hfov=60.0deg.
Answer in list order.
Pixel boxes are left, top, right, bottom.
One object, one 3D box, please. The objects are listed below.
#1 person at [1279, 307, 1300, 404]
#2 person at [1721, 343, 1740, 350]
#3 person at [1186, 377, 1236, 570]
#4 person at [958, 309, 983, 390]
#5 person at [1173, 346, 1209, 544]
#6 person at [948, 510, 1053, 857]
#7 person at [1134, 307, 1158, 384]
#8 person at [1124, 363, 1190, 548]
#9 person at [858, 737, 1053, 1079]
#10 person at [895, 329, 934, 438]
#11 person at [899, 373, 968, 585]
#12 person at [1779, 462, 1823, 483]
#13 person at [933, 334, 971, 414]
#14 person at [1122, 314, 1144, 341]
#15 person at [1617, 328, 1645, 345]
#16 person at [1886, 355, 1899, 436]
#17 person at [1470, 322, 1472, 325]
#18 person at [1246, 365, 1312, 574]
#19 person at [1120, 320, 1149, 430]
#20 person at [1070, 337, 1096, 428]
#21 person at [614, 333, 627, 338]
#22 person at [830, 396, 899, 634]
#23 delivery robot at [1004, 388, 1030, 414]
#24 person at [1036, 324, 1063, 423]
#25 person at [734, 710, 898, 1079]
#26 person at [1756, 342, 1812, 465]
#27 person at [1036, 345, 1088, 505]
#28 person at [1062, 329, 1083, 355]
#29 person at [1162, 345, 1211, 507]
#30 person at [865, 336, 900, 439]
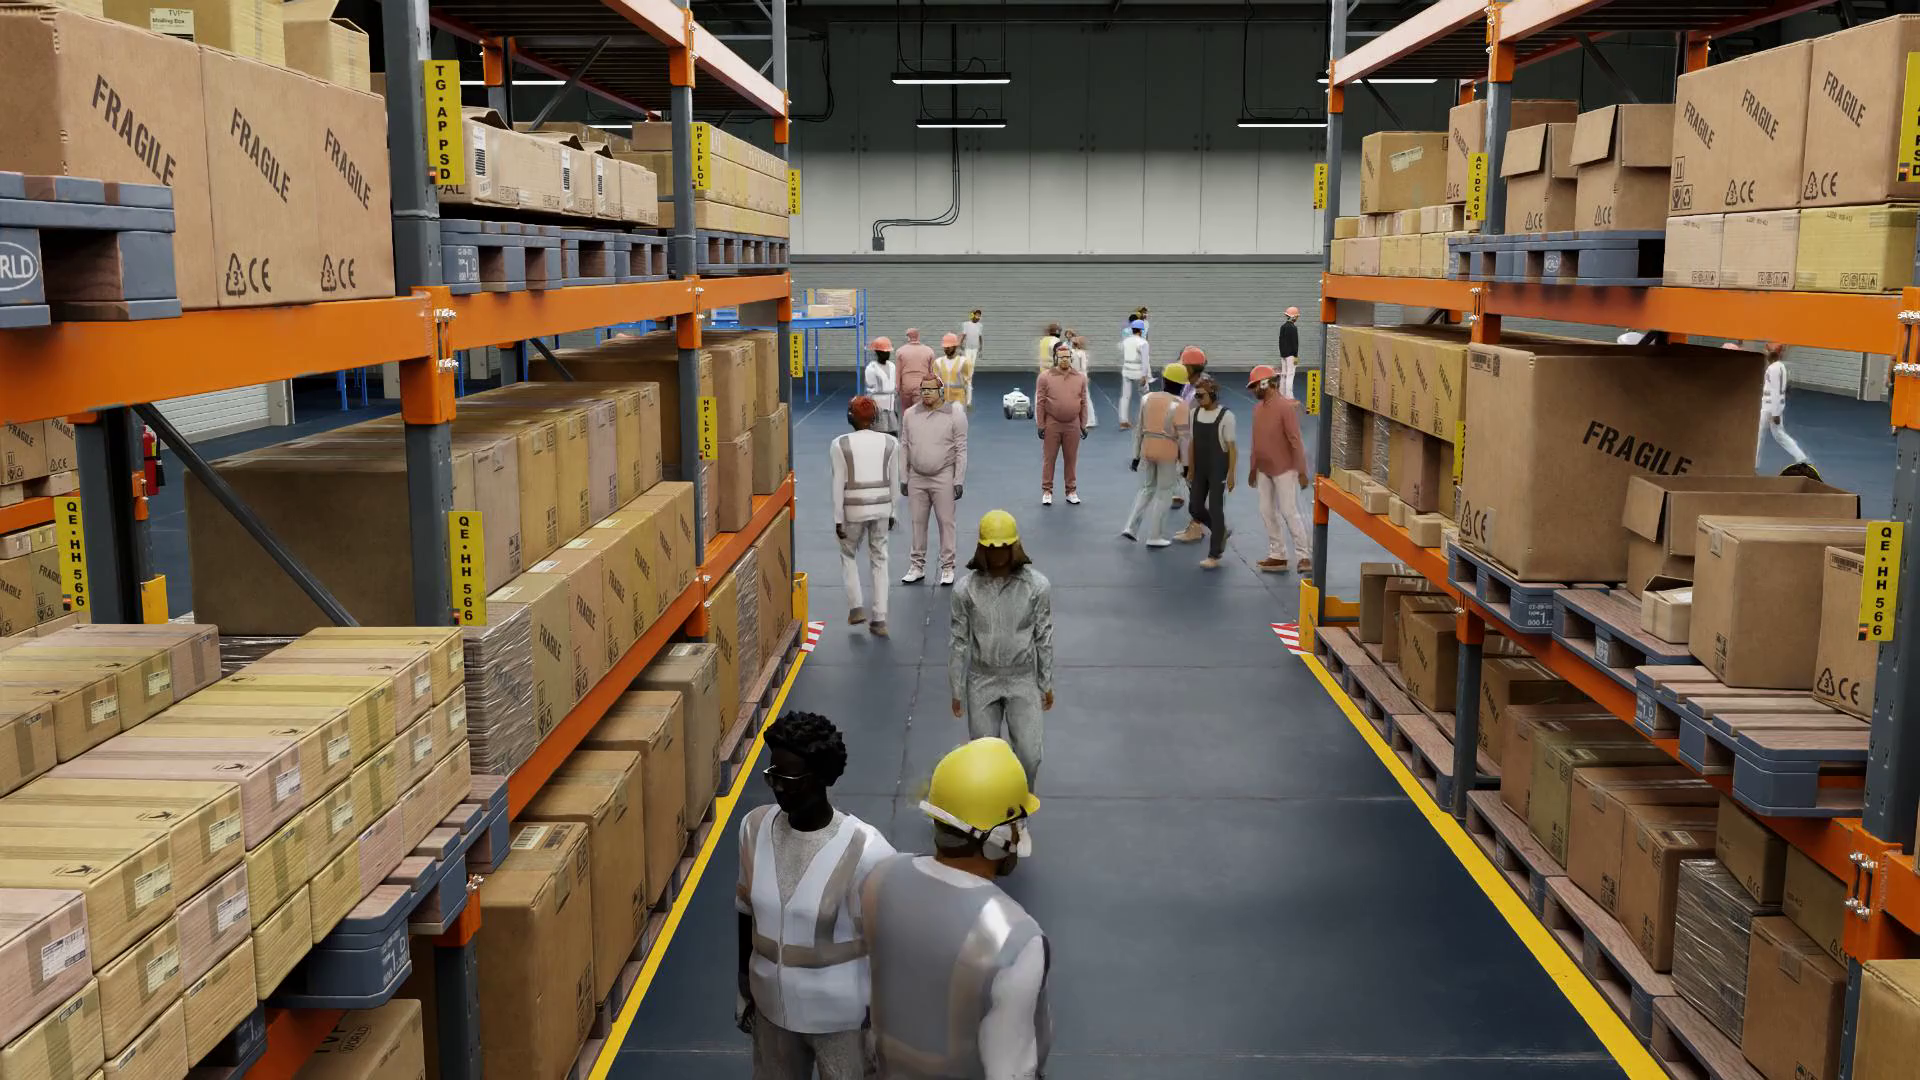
[{"bbox_3d":[6.801,-3.804,34.268,0.387,1.992,0.626,-3,10,-17],"label":"person"},{"bbox_3d":[9.675,-1.518,20.847,0.828,1.911,0.550,-7,12,-35],"label":"person"},{"bbox_3d":[2.440,-0.654,15.928,0.540,1.821,0.543,-9,13,-42],"label":"person"},{"bbox_3d":[0.262,-4.352,37.999,0.604,1.838,0.416,-5,11,-27],"label":"person"},{"bbox_3d":[2.414,-1.001,17.354,0.385,2.043,0.612,-2,10,-10],"label":"person"},{"bbox_3d":[0.198,0.709,8.023,0.515,1.726,0.430,0,9,-1],"label":"person"},{"bbox_3d":[4.368,-4.644,39.843,0.511,1.820,0.979,-5,11,-28],"label":"person"},{"bbox_3d":[2.064,-0.861,16.981,0.631,1.883,0.487,9,13,44],"label":"person"},{"bbox_3d":[-0.055,1.357,3.918,0.738,1.811,0.581,-9,13,-44],"label":"person"},{"bbox_3d":[-0.740,-2.413,26.347,0.646,1.848,0.958,-1,10,-4],"label":"person"},{"bbox_3d":[-0.258,-0.553,15.060,0.641,1.908,0.408,3,10,18],"label":"person"},{"bbox_3d":[4.373,0.510,8.814,0.535,1.864,0.312,1,10,4],"label":"person"},{"bbox_3d":[-0.148,-2.026,23.961,0.569,1.882,1.015,3,10,20],"label":"person"},{"bbox_3d":[4.027,-4.398,38.715,0.536,1.697,0.322,-1,10,-5],"label":"person"},{"bbox_3d":[13.271,-3.482,32.889,0.600,1.815,0.612,1,9,3],"label":"person"},{"bbox_3d":[15.666,-2.660,27.409,0.731,2.000,0.844,3,10,20],"label":"person"},{"bbox_3d":[10.211,-3.494,33.094,0.315,1.769,0.524,-9,13,-42],"label":"person"},{"bbox_3d":[2.988,-0.661,15.594,0.515,1.943,0.733,-5,11,-27],"label":"person"},{"bbox_3d":[3.127,-2.892,29.078,0.631,1.893,0.985,9,13,42],"label":"person"},{"bbox_3d":[2.024,-2.776,29.303,0.855,1.593,0.535,4,10,24],"label":"person"},{"bbox_3d":[-4.806,-2.032,23.952,0.549,1.900,0.961,-1,9,-4],"label":"person"},{"bbox_3d":[-0.740,-0.197,13.054,0.569,1.868,0.508,-3,10,-16],"label":"person"},{"bbox_3d":[1.062,-2.605,31.240,0.477,0.478,0.707,-2,10,-14],"label":"delivery robot"},{"bbox_3d":[1.756,-3.010,30.111,0.870,1.794,0.622,-6,11,-33],"label":"person"},{"bbox_3d":[-0.408,1.295,4.615,0.540,1.695,0.318,6,11,30],"label":"person"},{"bbox_3d":[11.180,-1.799,22.740,0.941,1.854,0.568,7,12,34],"label":"person"},{"bbox_3d":[1.238,-1.387,20.049,0.640,1.910,0.407,-2,10,-11],"label":"person"},{"bbox_3d":[2.210,-3.375,32.857,0.515,1.604,0.827,2,10,14],"label":"person"},{"bbox_3d":[2.731,-1.377,19.988,0.642,1.904,0.828,4,10,21],"label":"person"},{"bbox_3d":[-1.080,-1.783,22.385,0.551,1.917,0.558,7,12,36],"label":"person"}]
